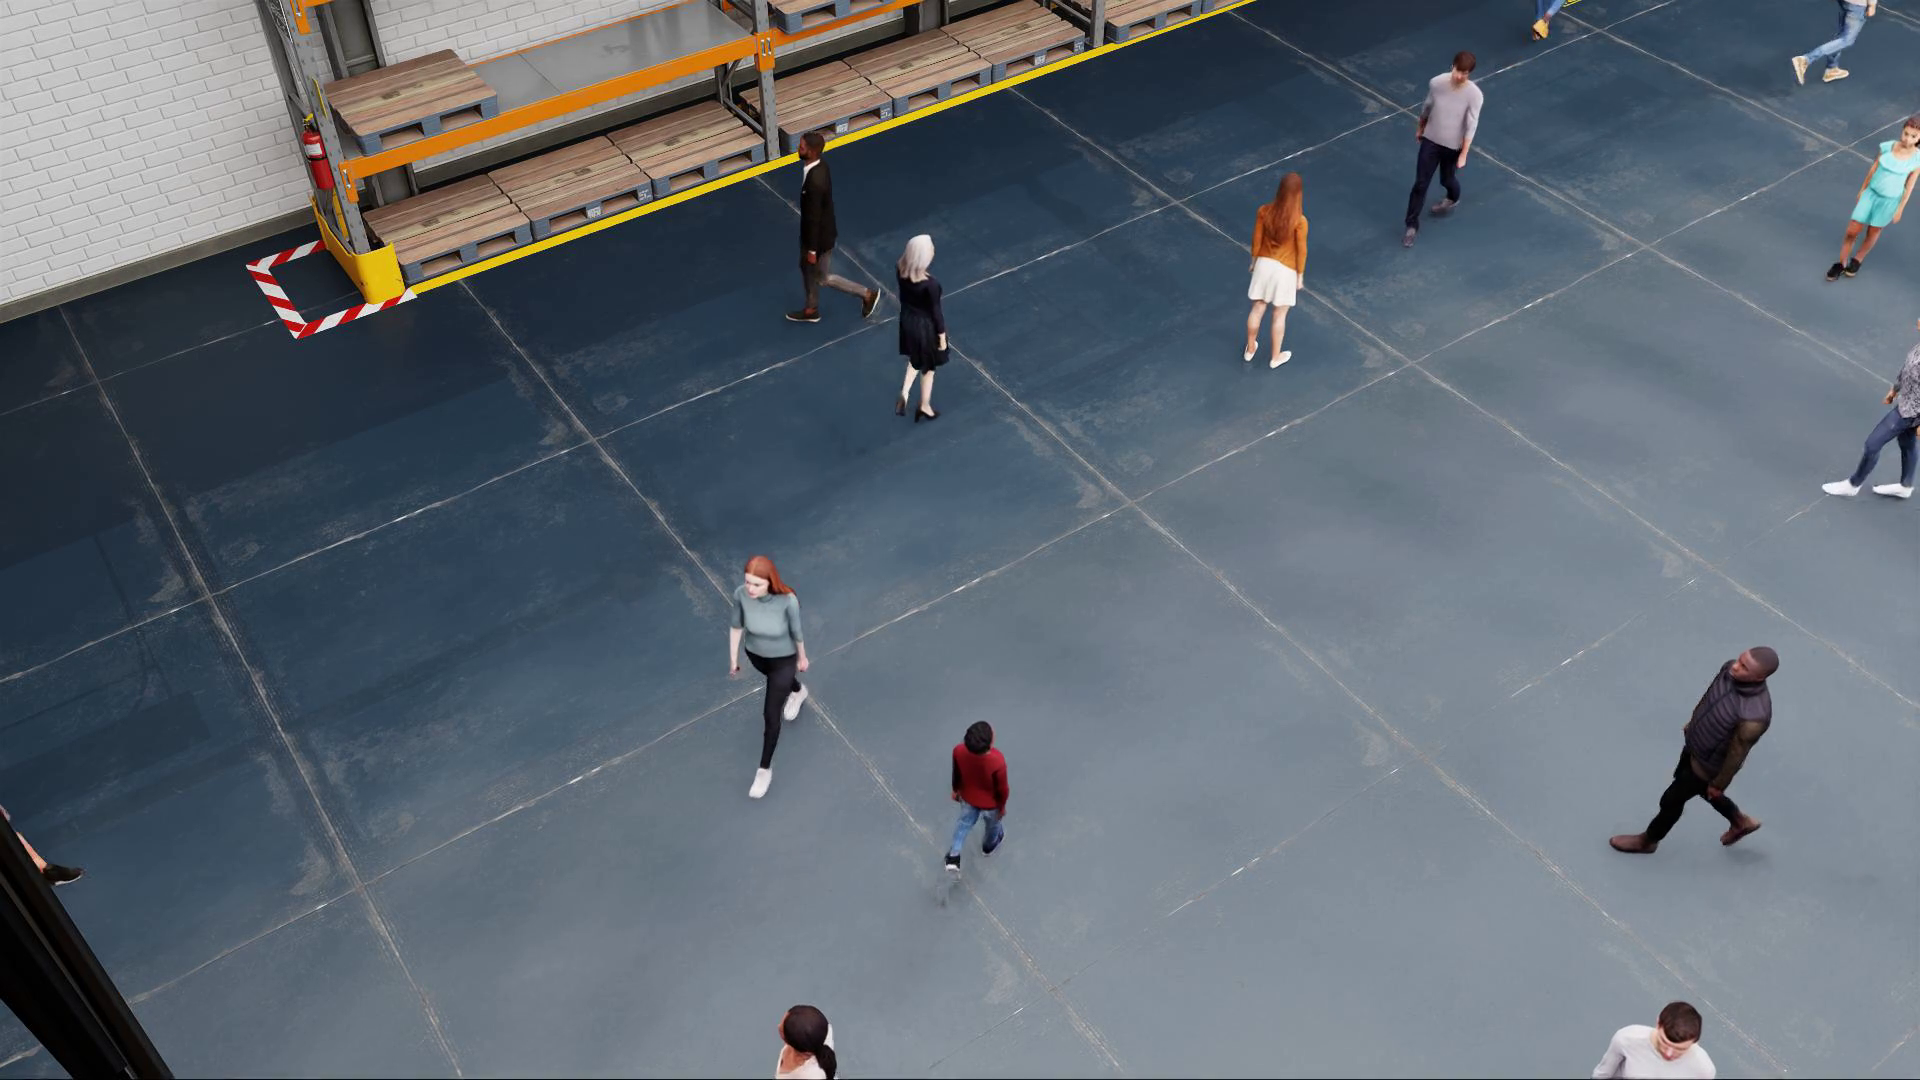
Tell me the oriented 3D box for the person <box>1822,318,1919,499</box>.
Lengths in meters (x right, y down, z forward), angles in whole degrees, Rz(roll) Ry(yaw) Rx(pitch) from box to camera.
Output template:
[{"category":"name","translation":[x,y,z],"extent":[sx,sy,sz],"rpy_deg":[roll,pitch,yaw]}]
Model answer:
[{"category":"person","translation":[6.965,-0.945,12.003],"extent":[0.977,1.697,0.943],"rpy_deg":[11,45,11]}]

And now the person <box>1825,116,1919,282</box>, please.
[{"category":"person","translation":[7.912,-2.948,14.215],"extent":[0.643,1.546,0.751],"rpy_deg":[33,53,30]}]

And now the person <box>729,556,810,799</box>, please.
[{"category":"person","translation":[-1.137,0.679,10.303],"extent":[1.068,1.692,1.226],"rpy_deg":[13,45,13]}]

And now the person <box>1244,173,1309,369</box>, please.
[{"category":"person","translation":[2.513,-2.138,13.237],"extent":[0.703,1.722,0.695],"rpy_deg":[24,49,23]}]

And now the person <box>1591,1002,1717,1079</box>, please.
[{"category":"person","translation":[3.224,2.751,8.015],"extent":[0.710,1.847,0.712],"rpy_deg":[18,46,18]}]

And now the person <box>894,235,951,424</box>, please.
[{"category":"person","translation":[-0.353,-1.539,12.599],"extent":[0.704,1.736,0.799],"rpy_deg":[34,53,31]}]

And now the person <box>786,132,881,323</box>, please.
[{"category":"person","translation":[-1.073,-2.490,13.563],"extent":[1.148,1.783,0.973],"rpy_deg":[-3,44,-4]}]

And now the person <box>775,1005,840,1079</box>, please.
[{"category":"person","translation":[-0.618,2.787,8.074],"extent":[1.032,1.714,0.989],"rpy_deg":[8,44,8]}]

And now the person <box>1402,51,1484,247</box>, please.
[{"category":"person","translation":[4.287,-3.520,14.644],"extent":[0.993,1.783,1.263],"rpy_deg":[31,51,28]}]

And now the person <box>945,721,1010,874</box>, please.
[{"category":"person","translation":[0.099,1.522,9.742],"extent":[0.696,1.243,0.833],"rpy_deg":[20,47,20]}]

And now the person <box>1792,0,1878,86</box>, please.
[{"category":"person","translation":[8.829,-5.375,16.517],"extent":[1.141,1.884,0.951],"rpy_deg":[-7,44,-7]}]

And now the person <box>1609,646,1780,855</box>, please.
[{"category":"person","translation":[4.408,1.245,9.618],"extent":[1.167,1.816,1.108],"rpy_deg":[6,44,6]}]
